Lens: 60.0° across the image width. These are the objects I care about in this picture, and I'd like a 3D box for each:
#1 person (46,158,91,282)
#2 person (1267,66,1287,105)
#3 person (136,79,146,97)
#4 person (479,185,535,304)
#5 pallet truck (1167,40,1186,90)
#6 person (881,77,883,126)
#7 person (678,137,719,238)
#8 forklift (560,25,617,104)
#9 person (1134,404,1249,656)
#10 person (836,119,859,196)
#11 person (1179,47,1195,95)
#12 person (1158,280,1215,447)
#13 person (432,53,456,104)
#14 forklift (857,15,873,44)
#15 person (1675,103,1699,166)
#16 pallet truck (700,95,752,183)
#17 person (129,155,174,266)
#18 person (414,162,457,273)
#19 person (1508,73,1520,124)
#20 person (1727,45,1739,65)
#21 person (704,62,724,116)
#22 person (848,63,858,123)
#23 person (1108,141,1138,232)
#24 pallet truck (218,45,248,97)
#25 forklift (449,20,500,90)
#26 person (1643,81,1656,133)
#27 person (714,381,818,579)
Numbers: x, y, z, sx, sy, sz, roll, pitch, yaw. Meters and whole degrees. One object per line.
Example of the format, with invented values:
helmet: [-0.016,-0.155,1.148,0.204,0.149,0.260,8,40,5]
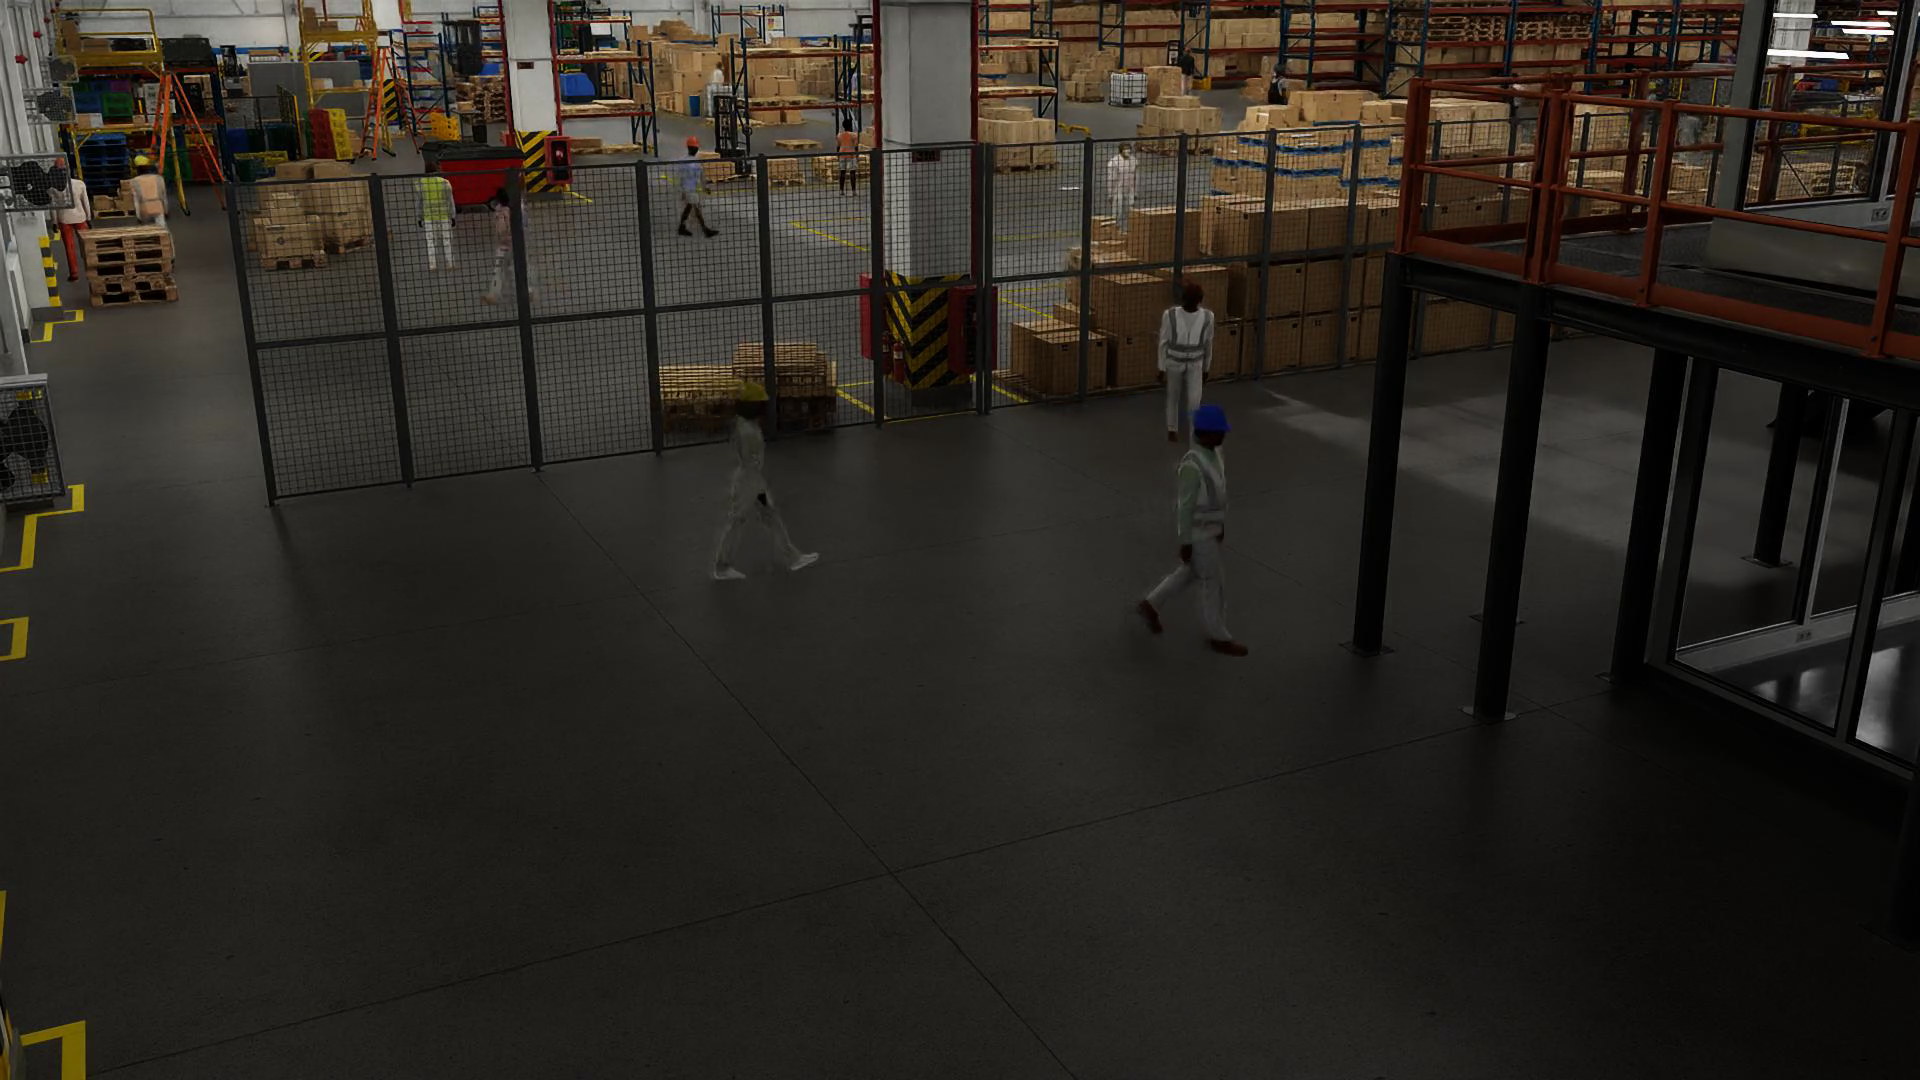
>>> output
person: [-14.505,-5.217,27.129,0.612,1.994,0.395,-17,25,-40]
person: [9.758,-13.730,51.739,0.680,2.000,0.699,-8,21,-23]
person: [-25.209,-13.418,51.455,0.515,1.634,0.313,9,21,23]
person: [-6.900,-4.460,25.231,0.654,1.794,0.927,14,23,35]
pallet truck: [9.045,-19.971,69.895,0.823,1.965,1.885,-3,19,-8]
person: [-2.436,-14.275,53.607,0.479,1.858,0.614,-8,20,-21]
person: [-5.025,-6.695,31.583,0.988,1.885,0.564,8,21,22]
forklift: [-14.056,-17.891,62.534,1.873,2.768,1.129,-9,21,-25]
person: [1.757,-0.107,12.452,0.898,1.915,0.610,8,21,22]
person: [-2.528,-8.606,37.421,0.534,1.694,0.321,4,19,10]
person: [8.835,-18.236,64.927,0.607,1.966,0.951,1,19,4]
person: [2.378,-1.827,17.565,0.593,1.833,1.005,0,19,1]
person: [-19.473,-17.234,62.140,0.647,1.892,1.040,16,24,38]
forklift: [-4.214,-22.671,76.390,1.129,2.768,1.873,-9,21,-25]
person: [17.296,-9.424,39.559,0.513,1.853,0.684,-1,19,-2]
pallet truck: [-5.836,-9.608,39.856,0.823,1.965,1.885,10,22,27]
person: [-13.827,-5.624,28.457,0.590,1.898,0.813,-14,23,-35]
person: [-8.796,-5.411,27.924,0.625,1.843,0.430,-5,20,-14]
person: [16.607,-13.024,49.899,0.599,1.905,0.614,13,23,33]
person: [31.521,-19.215,67.873,0.564,1.883,0.965,-11,22,-29]
person: [-8.258,-15.284,56.482,0.989,1.897,0.629,-9,21,-25]
person: [-3.494,-14.708,54.745,0.377,1.929,0.585,2,19,6]
person: [2.985,-6.329,30.438,0.634,1.937,0.355,-10,22,-28]
pallet truck: [-28.879,-18.665,66.111,0.823,1.965,1.885,-3,19,-9]
forklift: [-20.149,-20.058,68.815,1.129,2.768,1.873,14,23,35]
person: [19.693,-12.252,47.805,0.607,1.805,0.446,-3,19,-8]
person: [-1.669,-0.485,13.863,0.896,1.696,0.506,0,19,0]
